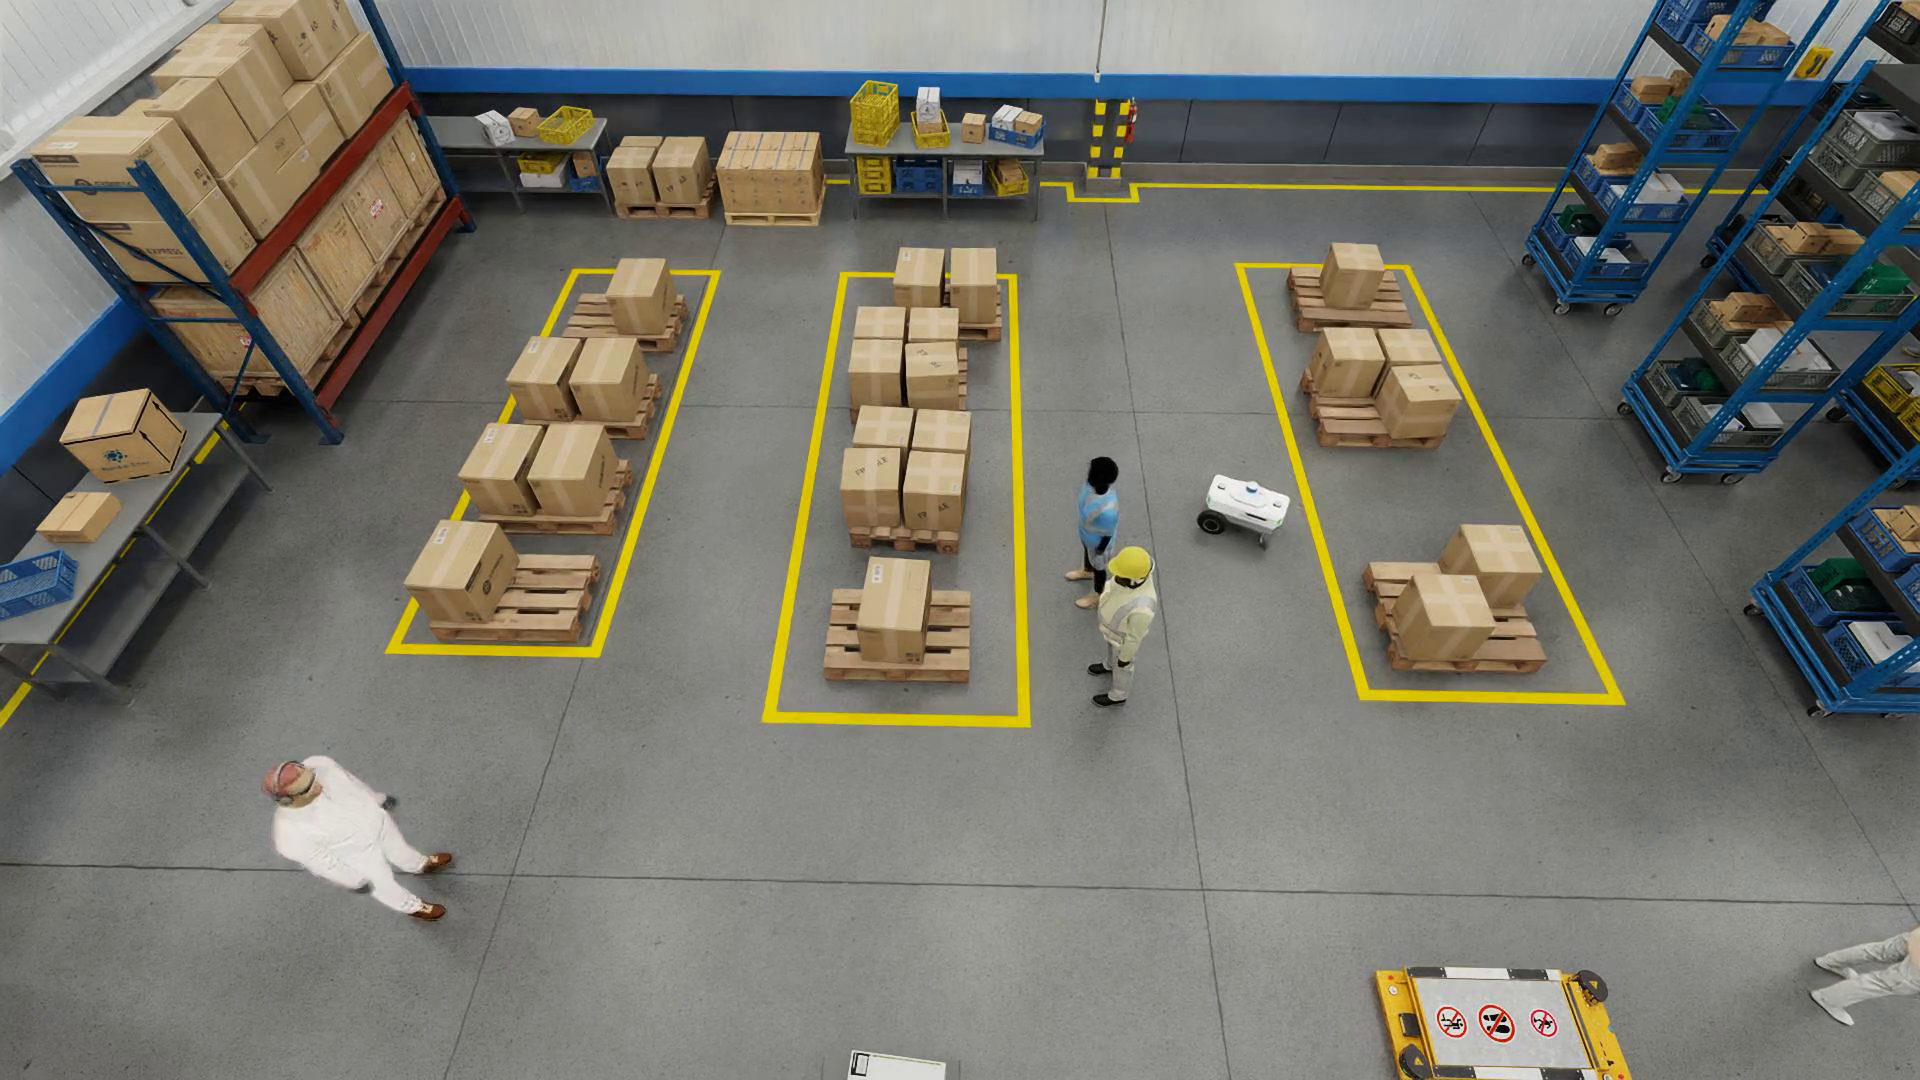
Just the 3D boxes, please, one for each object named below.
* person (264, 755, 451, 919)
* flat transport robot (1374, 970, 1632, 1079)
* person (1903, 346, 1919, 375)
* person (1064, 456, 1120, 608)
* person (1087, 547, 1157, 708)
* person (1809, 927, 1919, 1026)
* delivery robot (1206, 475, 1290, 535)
[{"bbox_3d":[-3.827,1.895,5.882,0.399,1.902,0.684,-8,51,-6],"label":"person"},{"bbox_3d":[3.501,3.133,5.914,1.431,0.197,0.652,1,51,1],"label":"flat transport robot"},{"bbox_3d":[10.722,-2.570,9.463,0.399,1.990,0.623,19,53,15],"label":"person"},{"bbox_3d":[1.115,-0.071,7.612,0.319,1.695,0.537,-9,51,-7],"label":"person"},{"bbox_3d":[1.225,0.655,6.942,0.403,1.824,0.595,-2,51,-1],"label":"person"},{"bbox_3d":[5.902,2.531,5.538,0.322,1.627,0.529,29,57,22],"label":"person"},{"bbox_3d":[2.665,-0.346,8.510,0.707,0.478,0.477,20,54,15],"label":"delivery robot"}]
